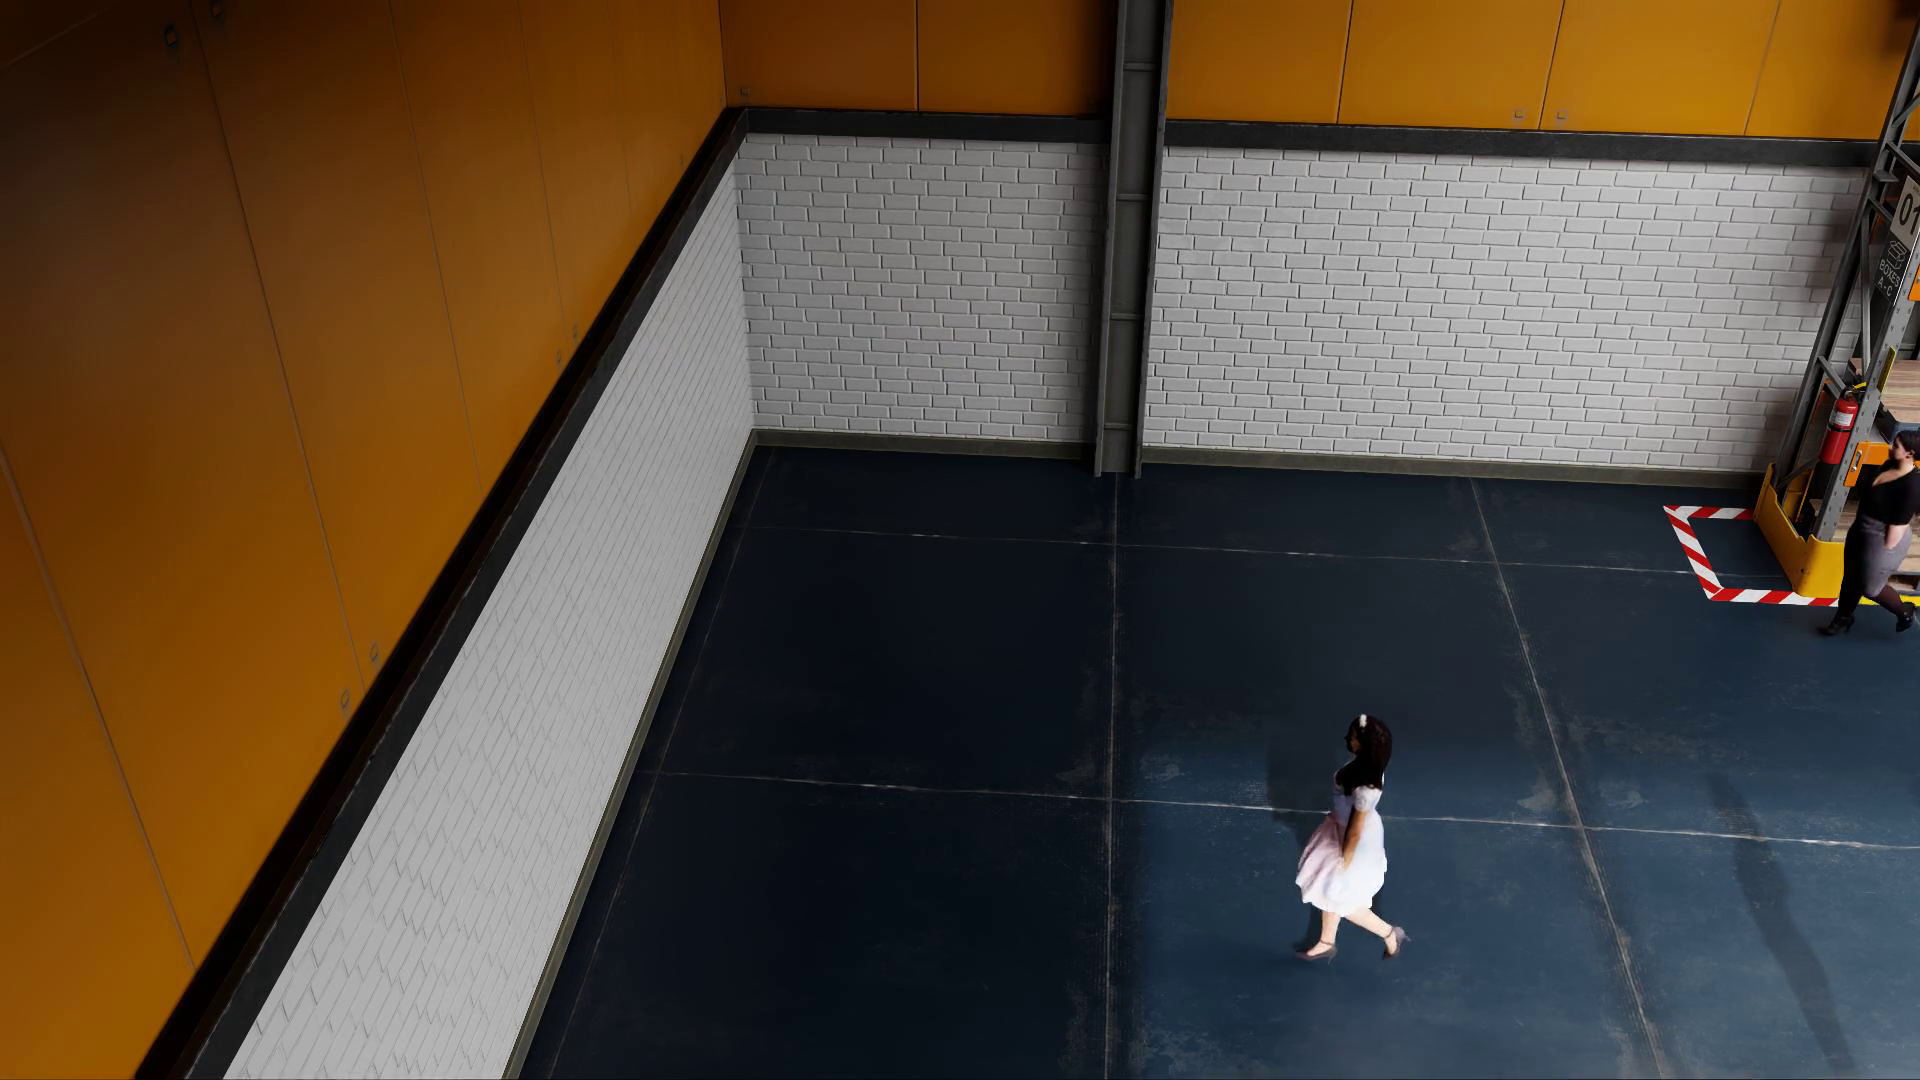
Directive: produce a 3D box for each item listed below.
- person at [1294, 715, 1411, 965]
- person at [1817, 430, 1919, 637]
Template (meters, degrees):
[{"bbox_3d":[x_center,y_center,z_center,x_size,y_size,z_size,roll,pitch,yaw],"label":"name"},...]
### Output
[{"bbox_3d":[2.222,1.725,9.145,0.948,1.802,0.743,8,34,11],"label":"person"},{"bbox_3d":[6.593,0.017,11.765,0.864,1.746,0.675,4,34,6],"label":"person"}]
